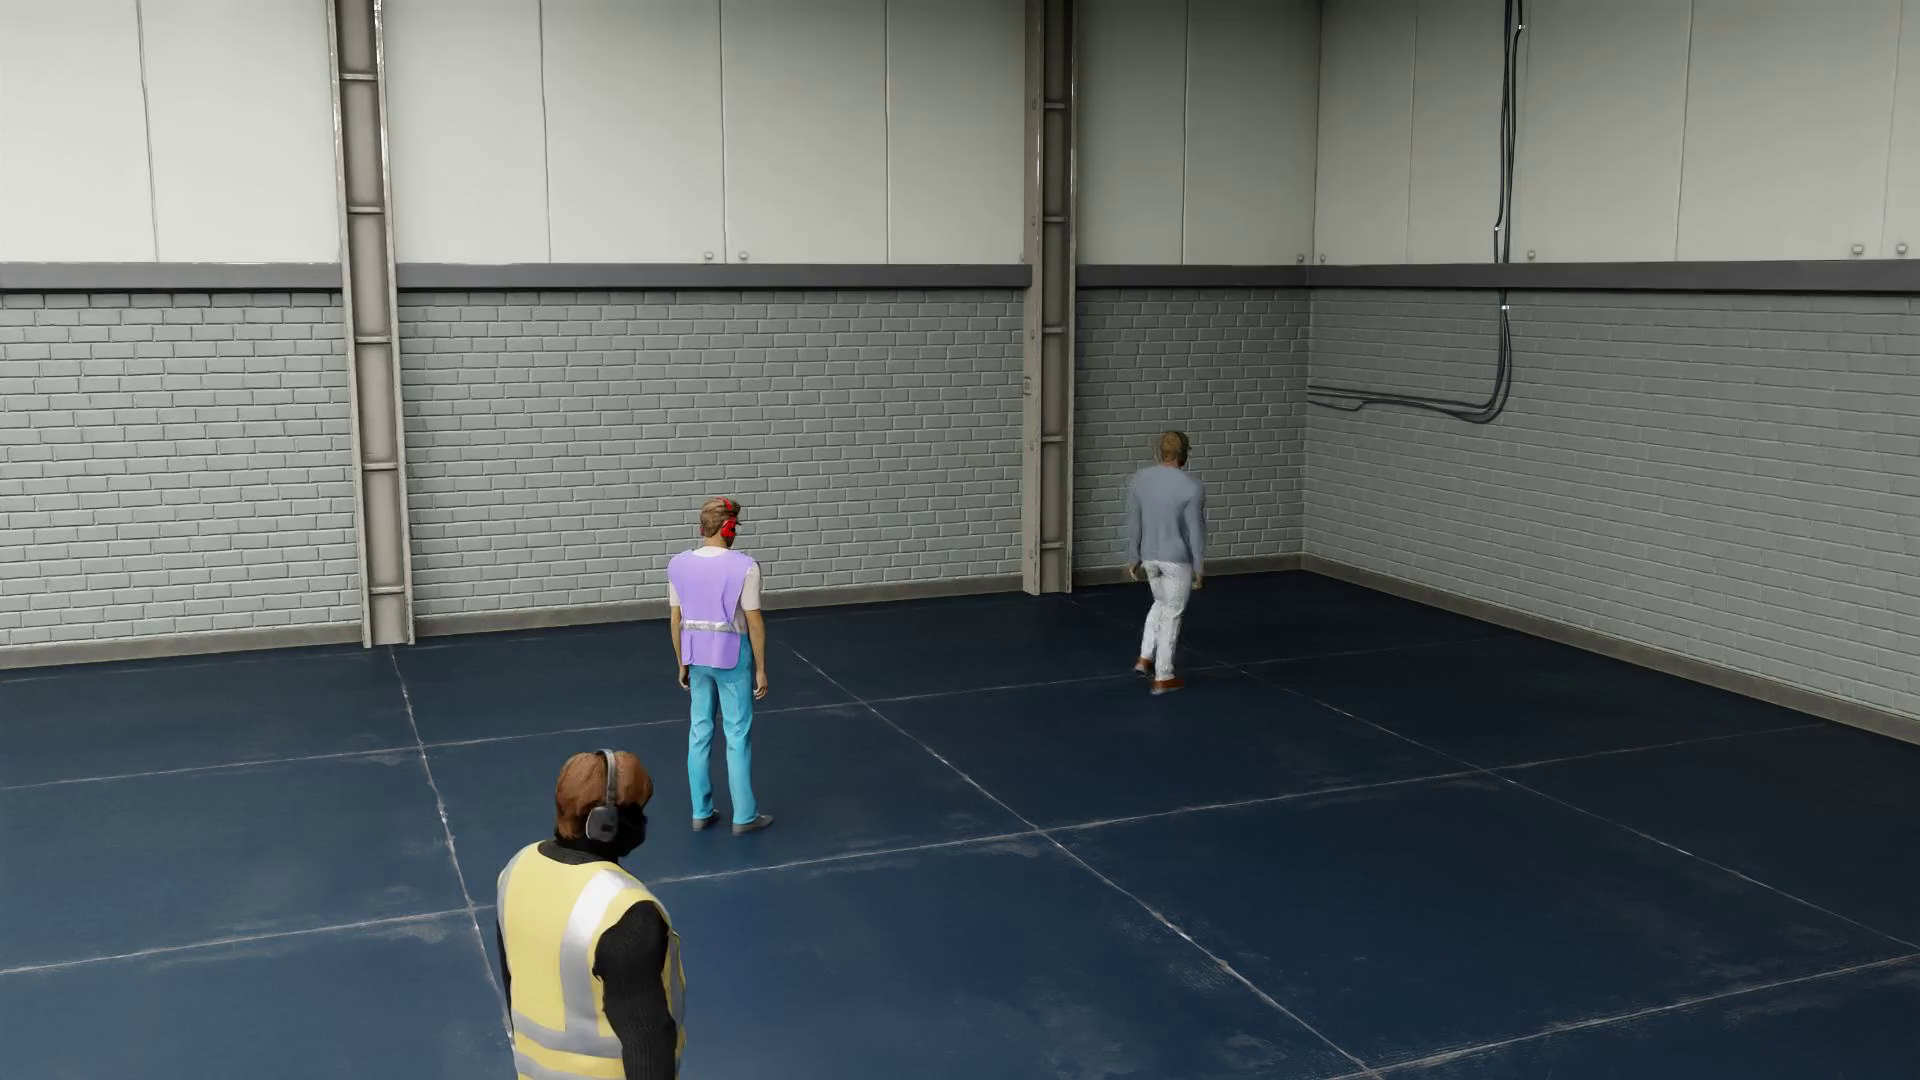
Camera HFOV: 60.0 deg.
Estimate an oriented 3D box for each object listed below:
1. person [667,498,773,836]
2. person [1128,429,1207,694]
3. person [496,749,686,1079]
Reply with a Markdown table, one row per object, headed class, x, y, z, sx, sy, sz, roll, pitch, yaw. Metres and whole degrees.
| class | x | y | z | sx | sy | sz | roll | pitch | yaw |
| --- | --- | --- | --- | --- | --- | --- | --- | --- | --- |
| person | -1.309 | 0.691 | 9.015 | 0.564 | 1.837 | 0.388 | 4 | 10 | 21 |
| person | 1.531 | 0.155 | 12.087 | 0.648 | 1.926 | 0.450 | 9 | 12 | 43 |
| person | -0.925 | 1.438 | 4.313 | 0.430 | 1.845 | 0.623 | -9 | 12 | -43 |
